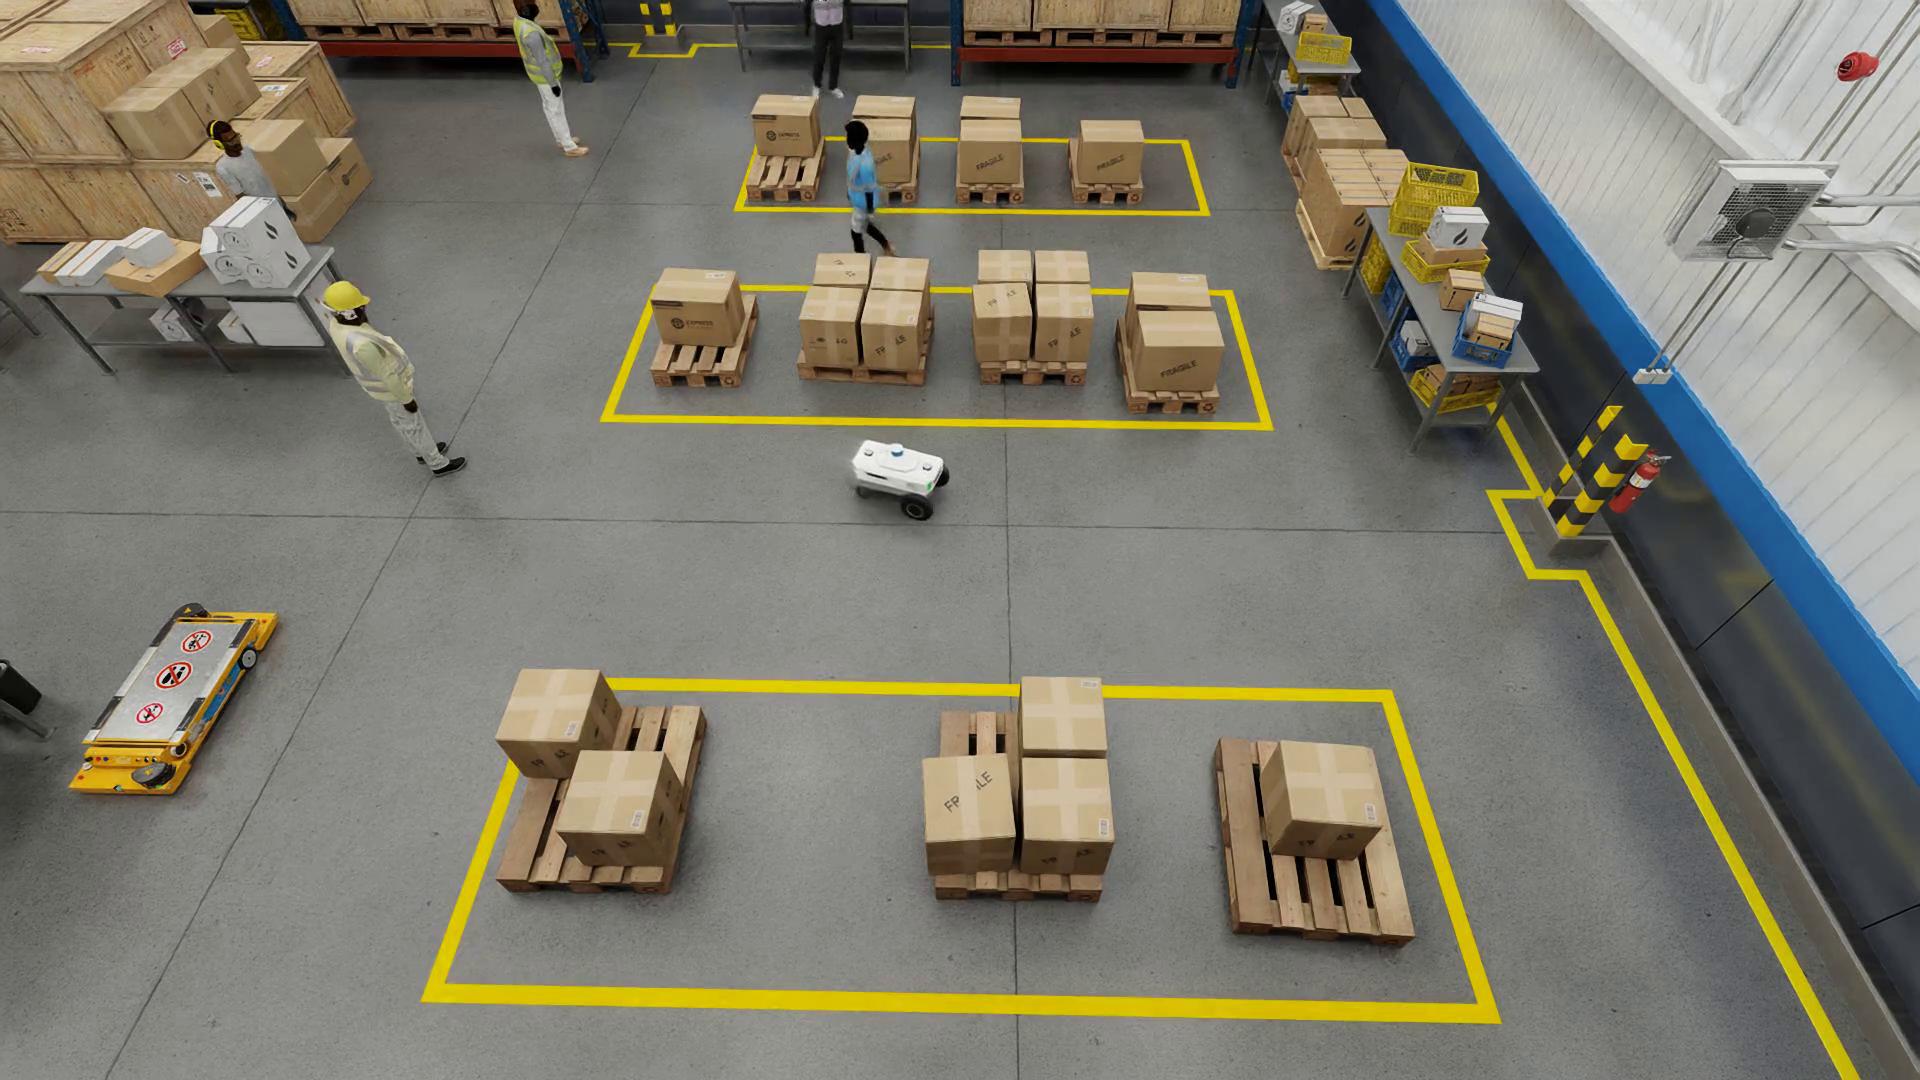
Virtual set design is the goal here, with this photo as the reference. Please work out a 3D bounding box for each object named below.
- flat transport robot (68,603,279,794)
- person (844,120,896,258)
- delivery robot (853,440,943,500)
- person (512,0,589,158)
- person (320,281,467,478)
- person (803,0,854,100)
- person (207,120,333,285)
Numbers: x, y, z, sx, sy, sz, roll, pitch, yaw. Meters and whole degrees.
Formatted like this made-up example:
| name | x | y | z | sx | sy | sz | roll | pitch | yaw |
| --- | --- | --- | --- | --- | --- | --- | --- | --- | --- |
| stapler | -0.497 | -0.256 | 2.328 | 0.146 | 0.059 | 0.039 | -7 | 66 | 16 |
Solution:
| name | x | y | z | sx | sy | sz | roll | pitch | yaw |
| --- | --- | --- | --- | --- | --- | --- | --- | --- | --- |
| flat transport robot | -5.504 | 1.072 | 6.442 | 0.652 | 0.197 | 1.431 | 1 | 50 | 1 |
| person | -0.983 | -3.494 | 9.395 | 0.560 | 1.678 | 0.565 | -8 | 50 | -7 |
| delivery robot | -0.513 | -0.593 | 7.607 | 0.707 | 0.478 | 0.477 | 15 | 51 | 12 |
| person | -4.981 | -5.604 | 11.069 | 0.430 | 1.845 | 0.622 | -25 | 54 | -20 |
| person | -4.597 | -1.269 | 7.411 | 0.588 | 1.826 | 0.404 | 34 | 58 | 25 |
| person | -1.709 | -6.768 | 12.031 | 0.623 | 1.875 | 0.459 | -17 | 52 | -14 |
| person | -6.766 | -3.199 | 9.016 | 0.310 | 1.869 | 0.531 | 1 | 50 | 1 |
